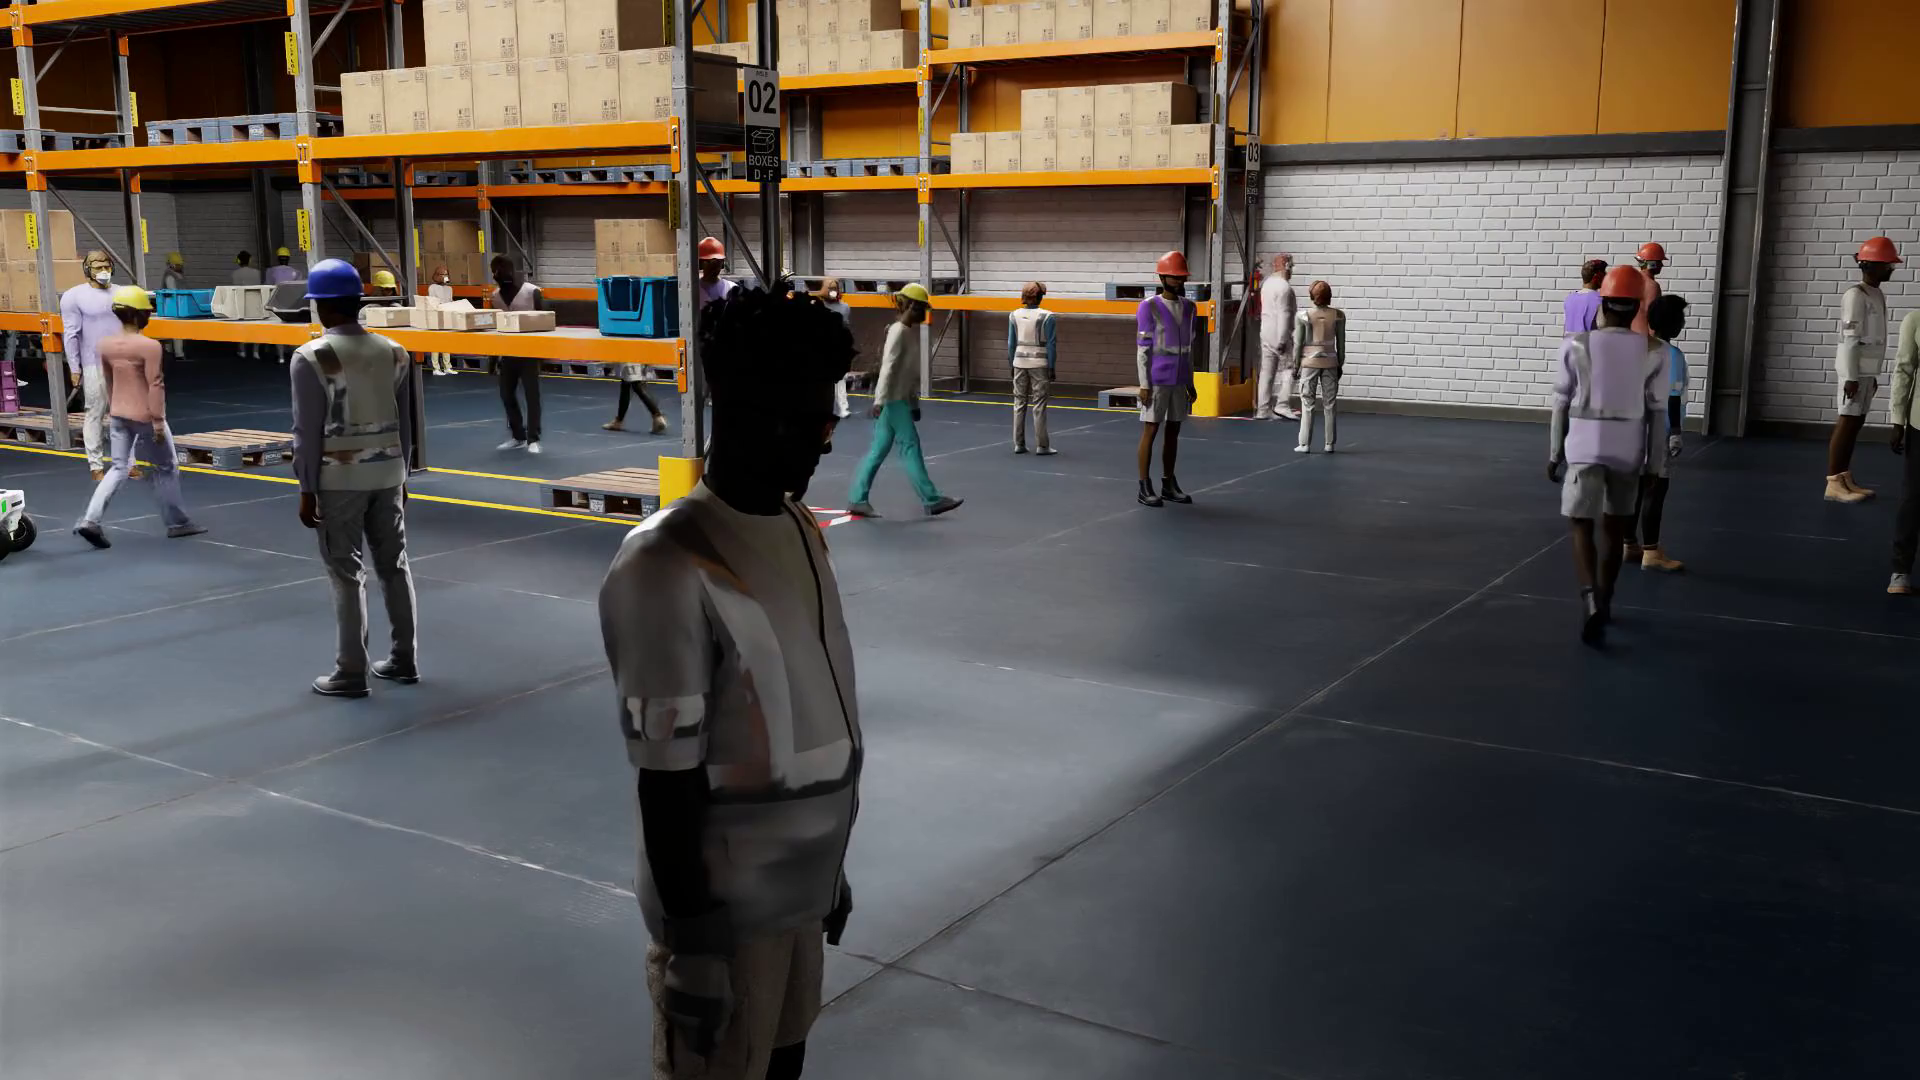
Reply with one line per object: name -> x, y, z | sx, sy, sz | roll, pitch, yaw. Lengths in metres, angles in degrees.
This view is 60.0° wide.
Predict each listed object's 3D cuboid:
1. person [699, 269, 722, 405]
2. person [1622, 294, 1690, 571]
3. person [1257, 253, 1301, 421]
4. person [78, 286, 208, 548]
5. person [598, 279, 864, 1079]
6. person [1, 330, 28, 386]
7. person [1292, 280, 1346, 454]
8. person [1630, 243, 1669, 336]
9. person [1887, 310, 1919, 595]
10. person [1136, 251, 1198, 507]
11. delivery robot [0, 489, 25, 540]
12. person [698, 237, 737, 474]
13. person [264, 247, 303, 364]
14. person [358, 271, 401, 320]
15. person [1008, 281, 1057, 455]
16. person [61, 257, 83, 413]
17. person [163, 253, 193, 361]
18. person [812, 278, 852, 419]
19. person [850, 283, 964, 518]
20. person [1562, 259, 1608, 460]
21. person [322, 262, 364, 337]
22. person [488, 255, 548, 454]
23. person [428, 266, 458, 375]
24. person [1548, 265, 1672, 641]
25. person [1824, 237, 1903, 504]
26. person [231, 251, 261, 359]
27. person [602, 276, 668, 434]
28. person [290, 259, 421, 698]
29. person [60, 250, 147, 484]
person -> -3.136, -2.551, 20.179 | 0.643, 1.897, 0.406 | -5, 11, -26
person -> 4.293, -0.663, 10.254 | 0.319, 1.698, 0.532 | -1, 10, -5
person -> 3.615, -2.273, 18.689 | 0.594, 1.878, 0.648 | -2, 10, -12
person -> -5.504, -0.821, 11.056 | 0.532, 1.730, 0.873 | 4, 11, 20
person -> -0.334, 0.561, 2.748 | 0.379, 1.959, 0.603 | 3, 11, 15
person -> -13.222, -2.958, 23.148 | 0.289, 1.634, 0.499 | -4, 11, -22
person -> 3.405, -1.636, 15.795 | 0.515, 1.645, 0.308 | -1, 10, -7
person -> 6.886, -1.985, 16.757 | 0.382, 1.994, 0.613 | -1, 10, -5
person -> 5.614, -0.664, 9.440 | 0.612, 1.995, 0.382 | 3, 11, 18
person -> 1.601, -1.228, 12.719 | 0.547, 1.938, 0.377 | -6, 12, -31
delivery robot -> -6.359, -0.191, 10.549 | 0.707, 0.478, 0.477 | -2, 10, -9
person -> -2.126, -1.564, 14.288 | 0.605, 2.045, 0.378 | -6, 12, -29
person -> -11.039, -3.826, 27.213 | 0.625, 1.904, 0.447 | -6, 12, -29
person -> -5.380, -1.650, 15.617 | 0.485, 1.737, 0.346 | -10, 14, -43
person -> 0.680, -1.615, 15.714 | 0.515, 1.633, 0.314 | 7, 13, 35
person -> -10.274, -2.420, 19.379 | 0.653, 1.918, 0.551 | 8, 13, 37
person -> -13.136, -3.866, 27.735 | 0.623, 1.804, 0.630 | -2, 11, -13
person -> -1.461, -2.151, 18.790 | 0.516, 1.596, 0.832 | -3, 11, -17
person -> -0.401, -1.002, 12.102 | 0.880, 1.699, 0.586 | 0, 10, 2
person -> 5.700, -1.623, 15.160 | 0.389, 1.847, 0.567 | -4, 11, -20
person -> -4.338, -1.025, 11.799 | 0.310, 1.864, 0.533 | -2, 10, -11
person -> -4.189, -1.768, 15.909 | 0.646, 1.880, 0.420 | 4, 11, 20
person -> -7.785, -3.289, 25.009 | 0.277, 1.629, 0.497 | 5, 11, 26
person -> 3.309, -0.444, 8.490 | 0.544, 1.907, 0.896 | 2, 10, 12
person -> 6.999, -1.307, 12.866 | 0.395, 2.042, 0.611 | 9, 14, 42
person -> -12.247, -4.036, 28.595 | 0.519, 1.832, 0.840 | -6, 12, -32
person -> -3.412, -1.933, 17.406 | 0.864, 1.657, 0.538 | 4, 11, 21
person -> -2.712, -0.276, 7.444 | 0.414, 1.939, 0.607 | 6, 12, 31
person -> -7.151, -1.449, 13.943 | 0.364, 1.939, 0.636 | 8, 13, 38
